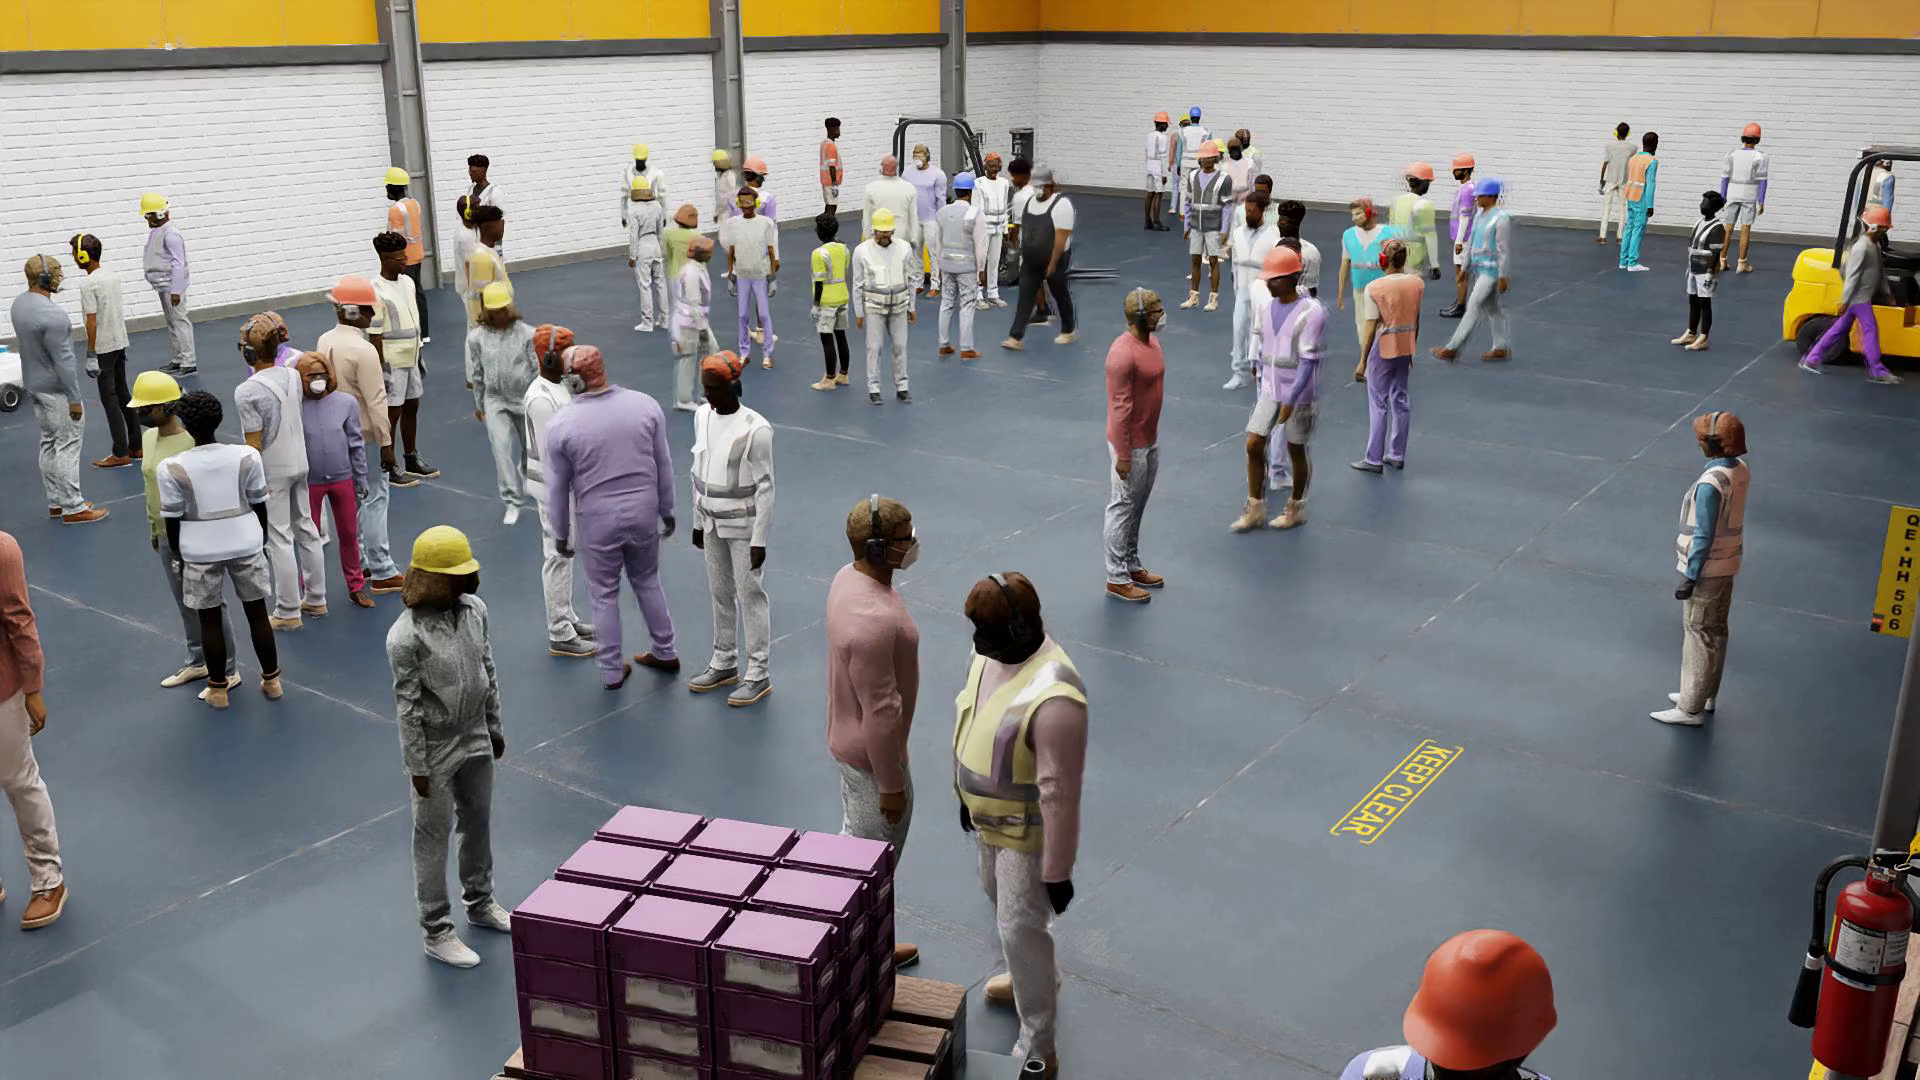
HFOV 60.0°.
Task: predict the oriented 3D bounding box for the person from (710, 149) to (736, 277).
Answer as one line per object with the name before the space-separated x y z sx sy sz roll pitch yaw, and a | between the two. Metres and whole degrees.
person | -3.192 -4.439 22.654 0.384 1.722 0.499 -10 20 -28

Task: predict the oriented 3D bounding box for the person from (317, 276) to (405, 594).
person | -3.719 -0.651 10.378 0.624 1.985 0.394 15 23 38

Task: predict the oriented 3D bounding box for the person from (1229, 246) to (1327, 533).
person | 2.177 -1.001 11.439 0.776 2.004 0.596 -14 23 -37

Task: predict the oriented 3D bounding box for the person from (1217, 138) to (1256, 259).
person | 3.940 -4.901 24.011 0.652 1.784 0.974 -1 18 -3

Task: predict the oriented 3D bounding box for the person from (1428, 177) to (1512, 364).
person | 5.302 -2.763 17.116 0.984 1.895 0.632 -2 18 -6

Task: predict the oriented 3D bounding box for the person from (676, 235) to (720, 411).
person | -2.336 -1.945 15.015 0.583 1.609 0.530 1 18 3

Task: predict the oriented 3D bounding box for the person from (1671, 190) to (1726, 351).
person | 7.947 -2.881 17.849 0.366 1.694 0.554 -1 18 -3

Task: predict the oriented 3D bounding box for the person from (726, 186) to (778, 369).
person | -2.103 -2.653 16.857 0.512 1.862 0.329 2 18 6

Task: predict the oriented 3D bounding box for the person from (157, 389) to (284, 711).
person | -3.842 0.055 8.657 0.534 1.695 0.320 -11 21 -31

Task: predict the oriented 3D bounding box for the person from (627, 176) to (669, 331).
person | -3.574 -3.257 18.928 0.324 1.740 0.492 15 23 38

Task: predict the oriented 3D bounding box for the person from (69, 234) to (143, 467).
person | -6.819 -1.506 13.272 0.337 1.858 0.523 0 18 1

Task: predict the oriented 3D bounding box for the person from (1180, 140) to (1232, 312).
person | 2.963 -3.787 20.102 0.610 2.042 0.381 12 22 34

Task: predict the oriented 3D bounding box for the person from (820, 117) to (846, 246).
person | -1.972 -5.512 25.617 0.361 1.963 0.618 -4 18 -13

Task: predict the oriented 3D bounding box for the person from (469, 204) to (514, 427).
person | -4.005 -1.924 14.421 0.420 1.944 0.637 -4 18 -11

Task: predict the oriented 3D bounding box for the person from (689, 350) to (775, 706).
person | -1.205 -0.065 8.709 0.574 1.887 0.356 15 23 39

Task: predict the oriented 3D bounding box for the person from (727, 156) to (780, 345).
person | -2.224 -3.146 18.118 0.611 2.032 0.411 9 20 27

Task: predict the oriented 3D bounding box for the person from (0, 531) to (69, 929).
person | -3.909 0.595 6.504 0.625 1.979 0.411 -2 18 -8

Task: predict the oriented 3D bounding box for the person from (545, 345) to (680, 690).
person | -1.854 -0.110 8.886 0.687 1.885 0.431 -11 21 -30

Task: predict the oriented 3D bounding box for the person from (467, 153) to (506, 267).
person | -5.477 -3.461 19.203 0.604 1.966 0.367 13 22 35

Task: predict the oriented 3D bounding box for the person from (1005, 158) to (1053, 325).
person | 0.810 -3.424 19.157 0.502 1.920 0.659 10 20 29

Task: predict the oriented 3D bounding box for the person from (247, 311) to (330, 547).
person | -4.546 -0.734 11.220 0.524 1.631 0.313 7 19 20

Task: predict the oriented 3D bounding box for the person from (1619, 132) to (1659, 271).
person | 9.504 -4.731 23.270 0.397 1.911 0.587 -3 18 -8

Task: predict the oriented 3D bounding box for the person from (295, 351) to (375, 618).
person | -3.810 -0.337 9.990 0.498 1.626 0.289 -12 21 -33

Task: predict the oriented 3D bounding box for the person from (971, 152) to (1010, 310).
person | 0.372 -3.774 20.319 0.575 1.882 0.361 -14 22 -37

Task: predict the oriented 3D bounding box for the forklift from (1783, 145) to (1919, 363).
forklift | 9.803 -2.879 17.013 2.313 2.155 1.214 12 21 33

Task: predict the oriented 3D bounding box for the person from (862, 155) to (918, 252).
person | -0.845 -3.615 19.813 0.646 1.892 0.431 -4 18 -13

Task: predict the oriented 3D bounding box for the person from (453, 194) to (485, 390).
person | -4.682 -2.378 15.993 0.322 1.862 0.512 -5 18 -15

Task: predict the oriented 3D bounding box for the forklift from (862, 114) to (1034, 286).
forklift | -0.171 -4.594 22.377 2.313 2.155 1.214 1 18 3

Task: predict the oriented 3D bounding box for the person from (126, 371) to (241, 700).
person | -4.114 -0.022 8.770 0.533 1.767 0.321 12 21 32

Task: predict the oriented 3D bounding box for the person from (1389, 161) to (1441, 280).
person | 4.791 -2.957 17.545 0.536 2.023 0.609 -6 19 -18

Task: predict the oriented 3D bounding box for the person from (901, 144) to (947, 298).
person | -0.470 -4.038 21.079 0.632 1.929 0.388 9 20 25

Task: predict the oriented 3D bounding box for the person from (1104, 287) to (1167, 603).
person | 1.088 -0.591 10.269 0.364 1.939 0.636 8 19 22

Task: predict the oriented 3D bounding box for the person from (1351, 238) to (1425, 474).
person | 3.365 -1.435 13.056 0.563 1.847 0.394 -9 20 -26

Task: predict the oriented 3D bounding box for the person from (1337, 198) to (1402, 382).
person | 3.999 -2.429 16.233 0.603 1.804 0.454 14 22 36
